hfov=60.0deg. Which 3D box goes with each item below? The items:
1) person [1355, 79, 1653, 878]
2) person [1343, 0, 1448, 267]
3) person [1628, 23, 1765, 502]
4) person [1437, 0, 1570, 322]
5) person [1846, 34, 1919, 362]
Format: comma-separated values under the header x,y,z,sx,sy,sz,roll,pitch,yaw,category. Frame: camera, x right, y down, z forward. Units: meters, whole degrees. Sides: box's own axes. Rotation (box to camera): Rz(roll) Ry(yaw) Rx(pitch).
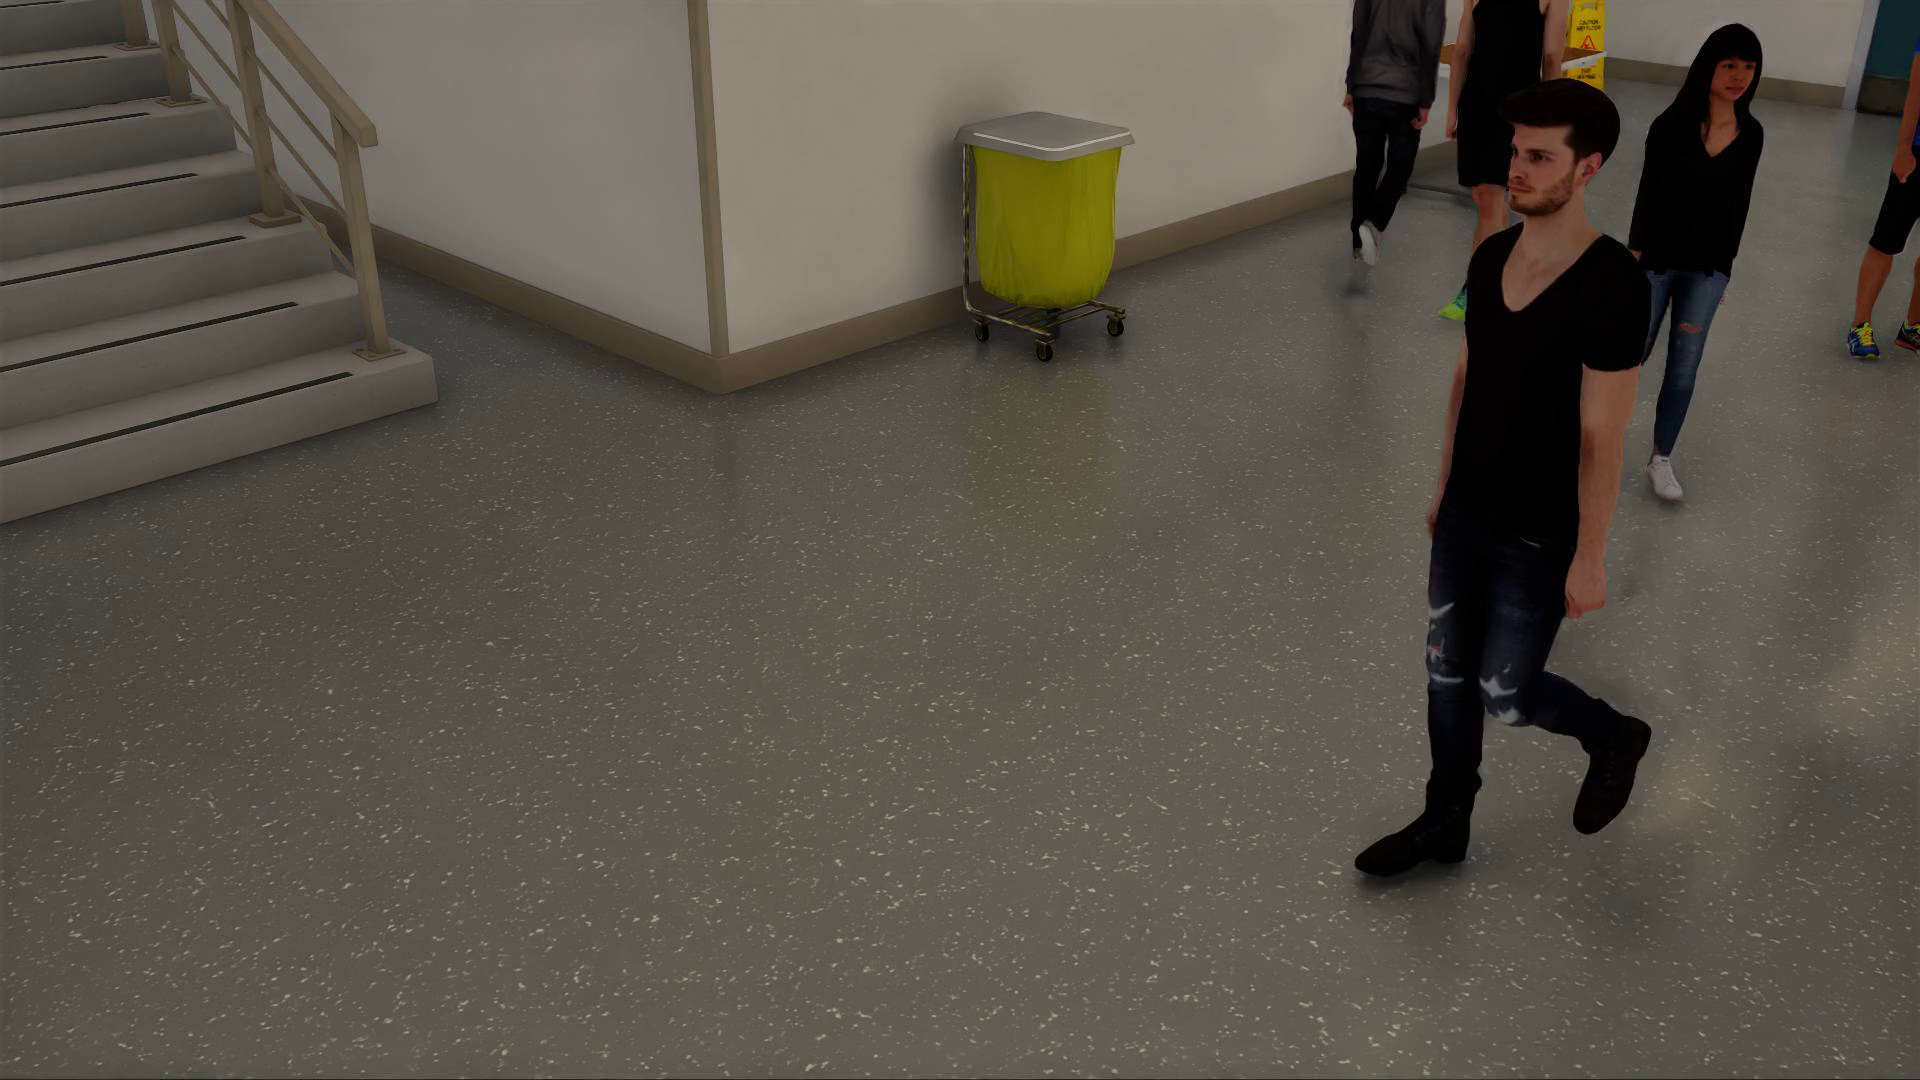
x,y,z,sx,sy,sz,roll,pitch,yaw,category
1.318,-0.064,3.705,0.971,1.881,1.030,-10,27,-19,person
2.123,-2.196,8.281,0.904,1.746,0.851,12,28,23,person
2.536,-1.004,5.947,0.964,1.626,0.961,3,26,7,person
2.538,-1.992,7.738,1.118,1.850,0.795,19,32,35,person
4.210,-1.694,7.102,0.701,1.866,0.762,0,26,1,person
